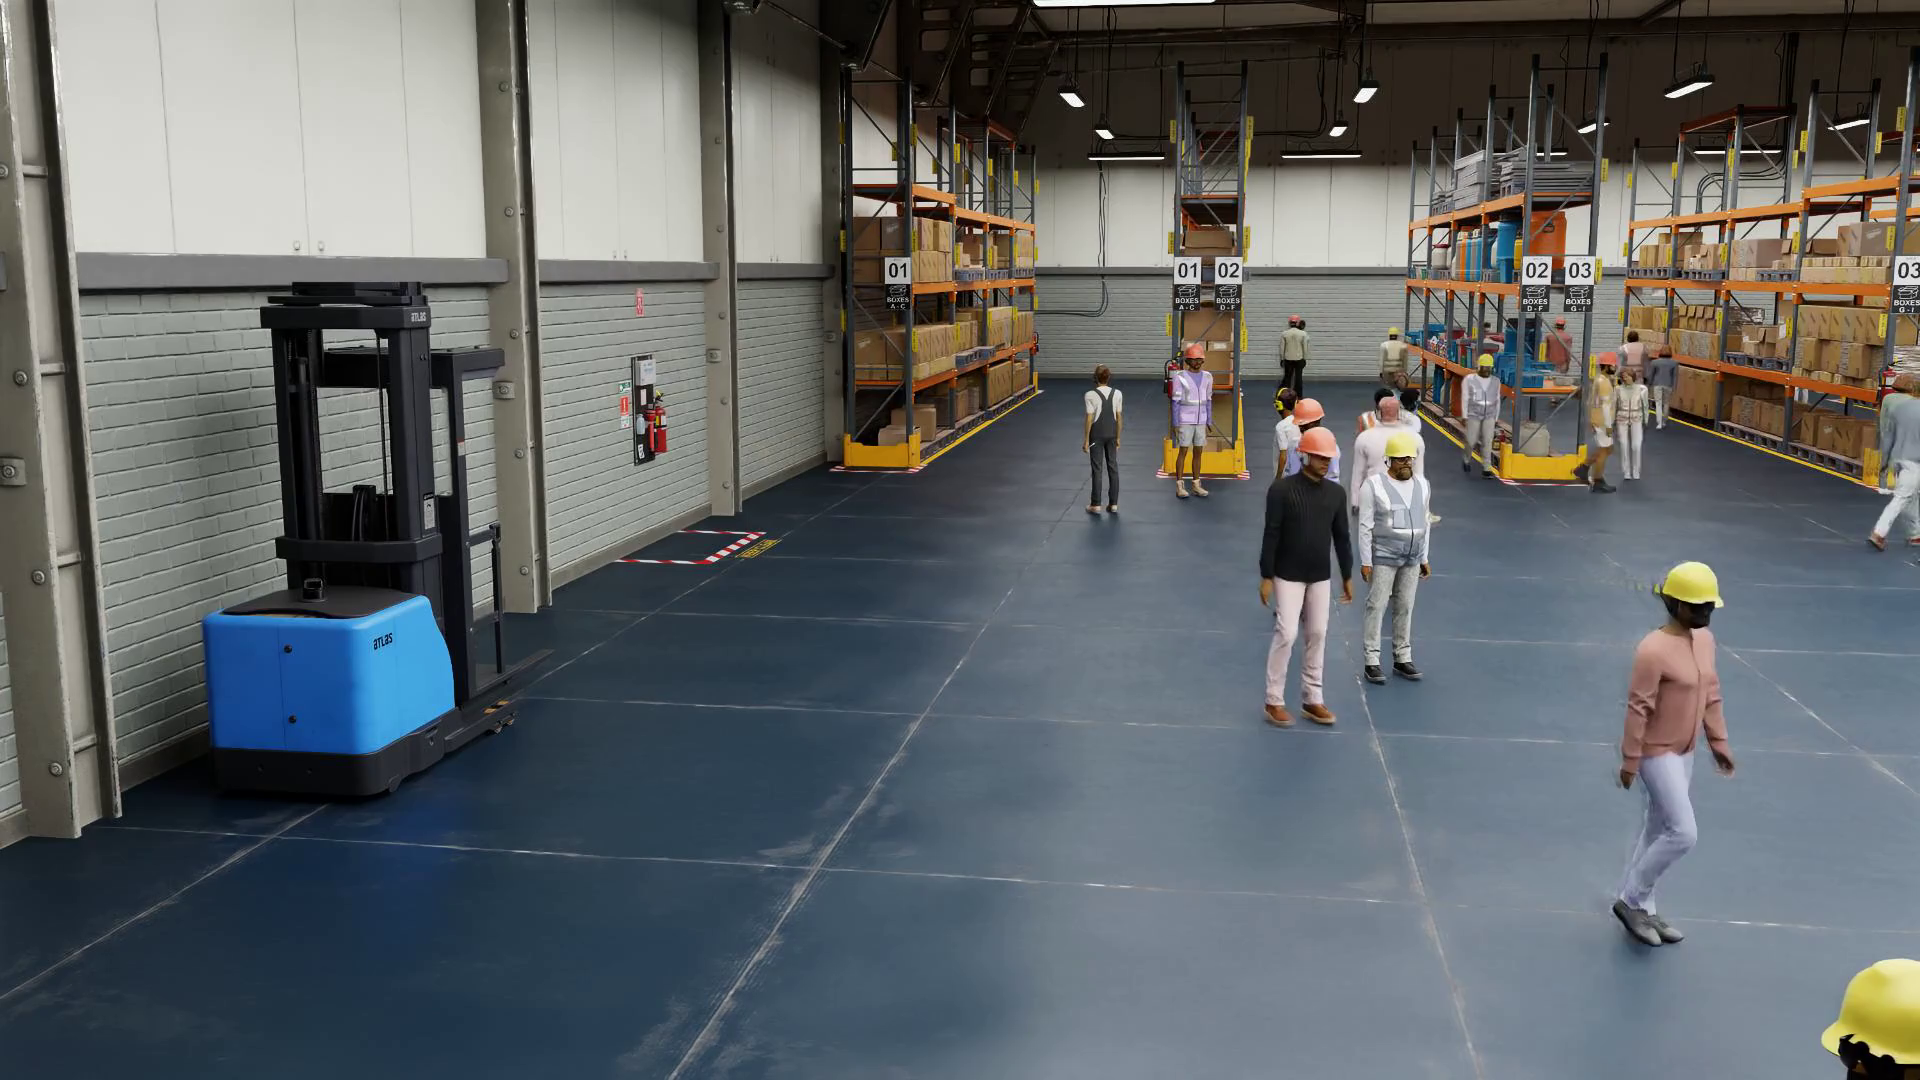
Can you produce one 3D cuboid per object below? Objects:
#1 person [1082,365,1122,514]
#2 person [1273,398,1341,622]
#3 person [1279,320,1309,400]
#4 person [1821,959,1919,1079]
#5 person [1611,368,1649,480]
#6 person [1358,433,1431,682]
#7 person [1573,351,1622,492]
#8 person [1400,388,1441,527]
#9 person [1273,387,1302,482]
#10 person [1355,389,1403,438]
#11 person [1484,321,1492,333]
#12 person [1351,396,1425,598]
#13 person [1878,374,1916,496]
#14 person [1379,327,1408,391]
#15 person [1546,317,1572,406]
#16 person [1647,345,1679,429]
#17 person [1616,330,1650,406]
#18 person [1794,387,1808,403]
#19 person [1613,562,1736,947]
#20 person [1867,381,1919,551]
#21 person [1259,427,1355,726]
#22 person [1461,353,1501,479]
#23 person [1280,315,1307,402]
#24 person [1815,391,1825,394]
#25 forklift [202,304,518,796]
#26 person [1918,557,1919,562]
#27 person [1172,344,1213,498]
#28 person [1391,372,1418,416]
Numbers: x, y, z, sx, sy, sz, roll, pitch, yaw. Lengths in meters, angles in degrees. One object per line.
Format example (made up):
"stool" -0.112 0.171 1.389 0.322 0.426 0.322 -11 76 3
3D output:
"person" 1.772 -1.259 20.728 0.505 1.847 0.348 -3 10 -19
"person" 2.975 -0.253 14.275 0.369 1.929 0.542 -8 12 -40
"person" 7.762 -4.179 38.640 0.616 1.887 0.672 -3 10 -17
"person" 1.722 1.634 3.135 0.315 1.769 0.525 -3 10 -19
"person" 9.596 -1.657 23.863 0.528 1.614 0.611 4 10 23
"person" 3.212 0.122 12.249 0.590 1.833 0.403 -3 10 -19
"person" 8.736 -1.613 22.675 0.474 1.922 0.552 3 10 17
"person" 5.199 -0.949 19.405 0.841 1.639 0.528 -5 10 -27
"person" 3.226 -0.576 16.470 0.314 1.861 0.533 7 11 36
"person" 4.841 -0.931 19.230 0.550 1.654 0.728 2 9 11
"person" 12.388 -4.261 39.316 0.527 1.832 0.679 0 9 2
"person" 3.893 -0.366 15.149 0.645 1.877 0.788 1 9 4
"person" 12.586 -1.410 22.313 0.271 1.631 0.507 -4 10 -24
"person" 9.347 -3.692 35.862 0.600 1.808 0.770 1 9 7
"person" 13.417 -4.001 37.236 0.615 1.968 0.603 7 12 37
"person" 13.418 -2.919 31.767 0.506 1.585 0.868 2 9 14
"person" 13.515 -3.305 33.431 0.633 1.822 0.775 2 9 11
"person" 17.528 -3.551 34.744 0.573 1.885 0.356 -2 9 -12
"person" 3.179 0.953 7.410 0.522 1.747 0.416 -8 12 -41
"person" 10.227 -0.827 17.984 1.017 1.889 0.673 -2 9 -13
"person" 2.308 0.232 11.091 0.645 1.988 0.409 -4 10 -22
"person" 7.590 -1.817 24.264 0.606 1.809 0.671 0 9 1
"person" 7.671 -4.171 38.247 0.612 1.990 0.392 2 10 14
"person" 21.295 -4.444 40.428 0.873 1.834 0.541 7 12 38
"forklift" -3.673 -0.038 10.147 1.129 2.768 1.873 1 9 9
"person" 10.177 -0.714 16.998 0.612 1.962 0.363 8 12 42
"person" 3.107 -1.586 22.139 0.615 2.043 0.373 -4 10 -24
"person" 5.999 -1.474 22.754 0.520 1.623 0.507 1 9 8
